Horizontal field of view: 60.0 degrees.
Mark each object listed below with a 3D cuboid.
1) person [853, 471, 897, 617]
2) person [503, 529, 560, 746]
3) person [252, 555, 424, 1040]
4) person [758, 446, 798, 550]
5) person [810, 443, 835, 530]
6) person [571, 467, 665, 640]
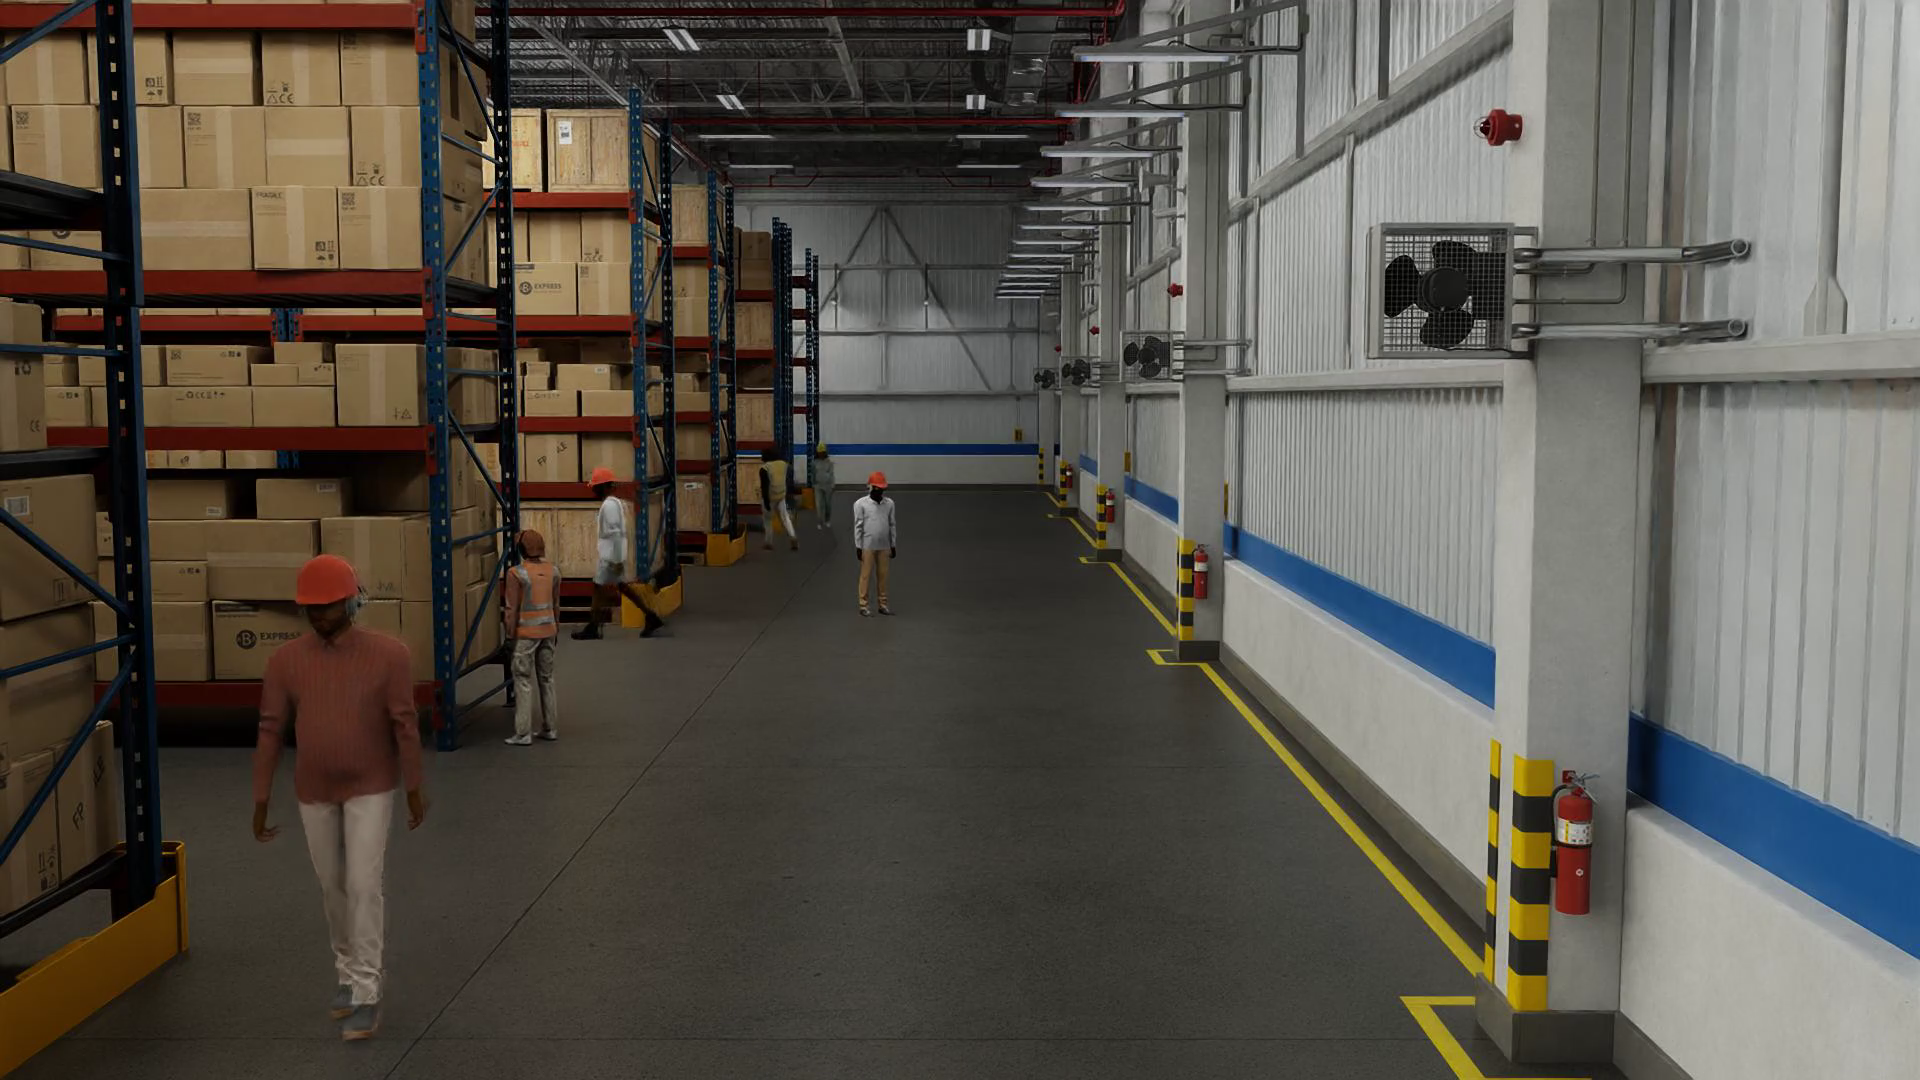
[{"bbox_3d":[-1.000,0.051,19.851,0.564,1.745,0.349,-3,6,-31],"label":"person"},{"bbox_3d":[-3.224,0.733,12.583,0.312,1.632,0.525,3,6,32],"label":"person"},{"bbox_3d":[-2.597,1.056,6.842,0.665,1.967,0.784,0,5,-1],"label":"person"},{"bbox_3d":[-3.122,-0.699,28.238,0.814,1.811,0.665,5,7,44],"label":"person"},{"bbox_3d":[-2.729,-1.070,33.017,0.489,1.721,0.719,0,5,-4],"label":"person"},{"bbox_3d":[-3.689,0.145,17.988,0.963,1.894,0.545,-1,5,-7],"label":"person"}]
